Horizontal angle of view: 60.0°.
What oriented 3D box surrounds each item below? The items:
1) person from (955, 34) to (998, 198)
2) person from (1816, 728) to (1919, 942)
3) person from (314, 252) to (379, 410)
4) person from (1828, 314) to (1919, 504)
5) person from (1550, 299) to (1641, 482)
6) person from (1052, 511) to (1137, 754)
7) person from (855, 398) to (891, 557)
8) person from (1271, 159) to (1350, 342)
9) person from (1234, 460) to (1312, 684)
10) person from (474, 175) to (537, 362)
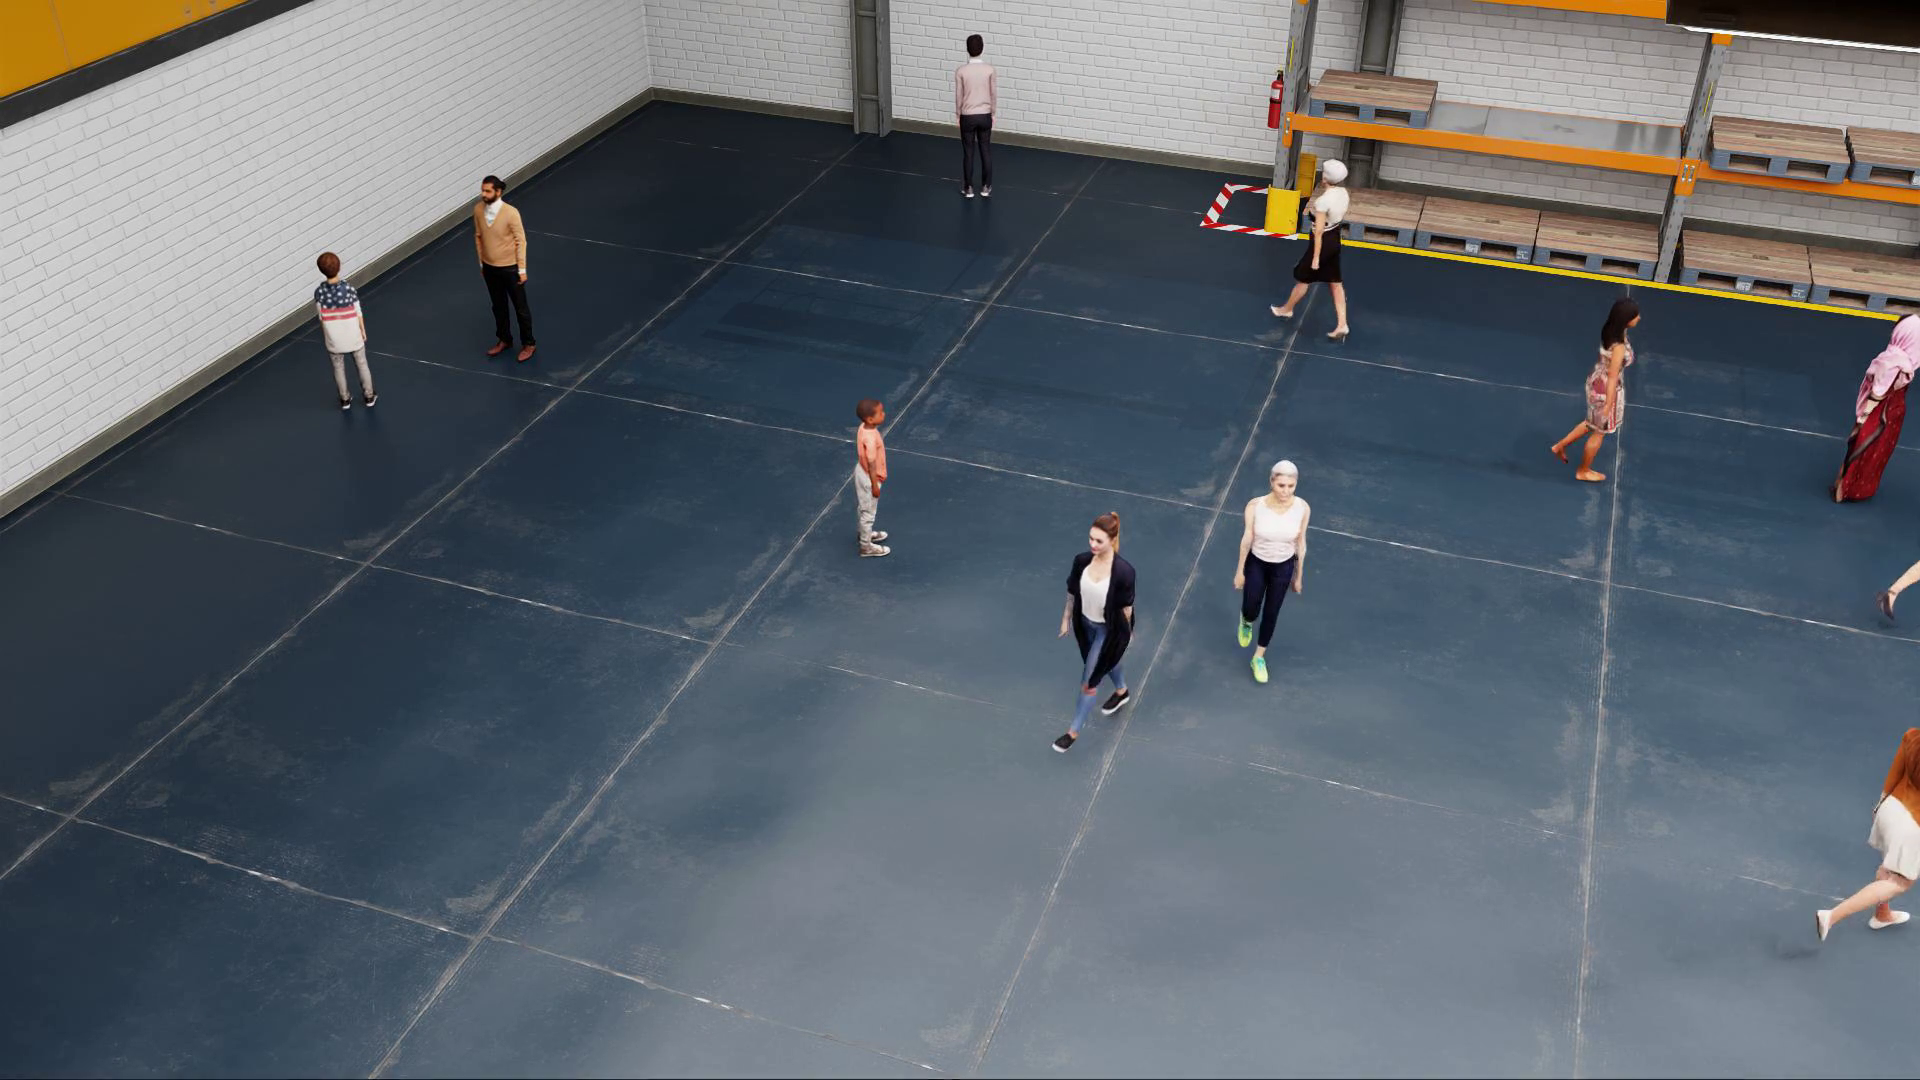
[{"bbox_3d":[0.172,-4.734,18.574,0.641,1.808,0.764,-3,34,-5],"label":"person"},{"bbox_3d":[5.169,1.585,9.165,1.078,1.701,0.924,-7,34,-10],"label":"person"},{"bbox_3d":[-5.401,-1.836,14.548,0.565,1.438,0.644,-10,35,-14],"label":"person"},{"bbox_3d":[7.314,-1.045,13.178,0.766,1.638,0.798,-20,38,-27],"label":"person"},{"bbox_3d":[5.107,-1.207,13.424,0.807,1.636,0.746,3,34,5],"label":"person"},{"bbox_3d":[0.968,0.537,10.800,1.124,1.636,0.966,26,41,33],"label":"person"},{"bbox_3d":[-0.699,-0.490,12.642,0.567,1.307,0.539,-4,34,-6],"label":"person"},{"bbox_3d":[3.483,-2.653,15.536,0.984,1.705,1.199,-26,42,-34],"label":"person"},{"bbox_3d":[2.091,0.152,11.335,0.801,1.686,0.819,0,34,0],"label":"person"},{"bbox_3d":[-4.193,-2.517,15.287,0.511,1.754,0.707,12,36,18],"label":"person"}]
